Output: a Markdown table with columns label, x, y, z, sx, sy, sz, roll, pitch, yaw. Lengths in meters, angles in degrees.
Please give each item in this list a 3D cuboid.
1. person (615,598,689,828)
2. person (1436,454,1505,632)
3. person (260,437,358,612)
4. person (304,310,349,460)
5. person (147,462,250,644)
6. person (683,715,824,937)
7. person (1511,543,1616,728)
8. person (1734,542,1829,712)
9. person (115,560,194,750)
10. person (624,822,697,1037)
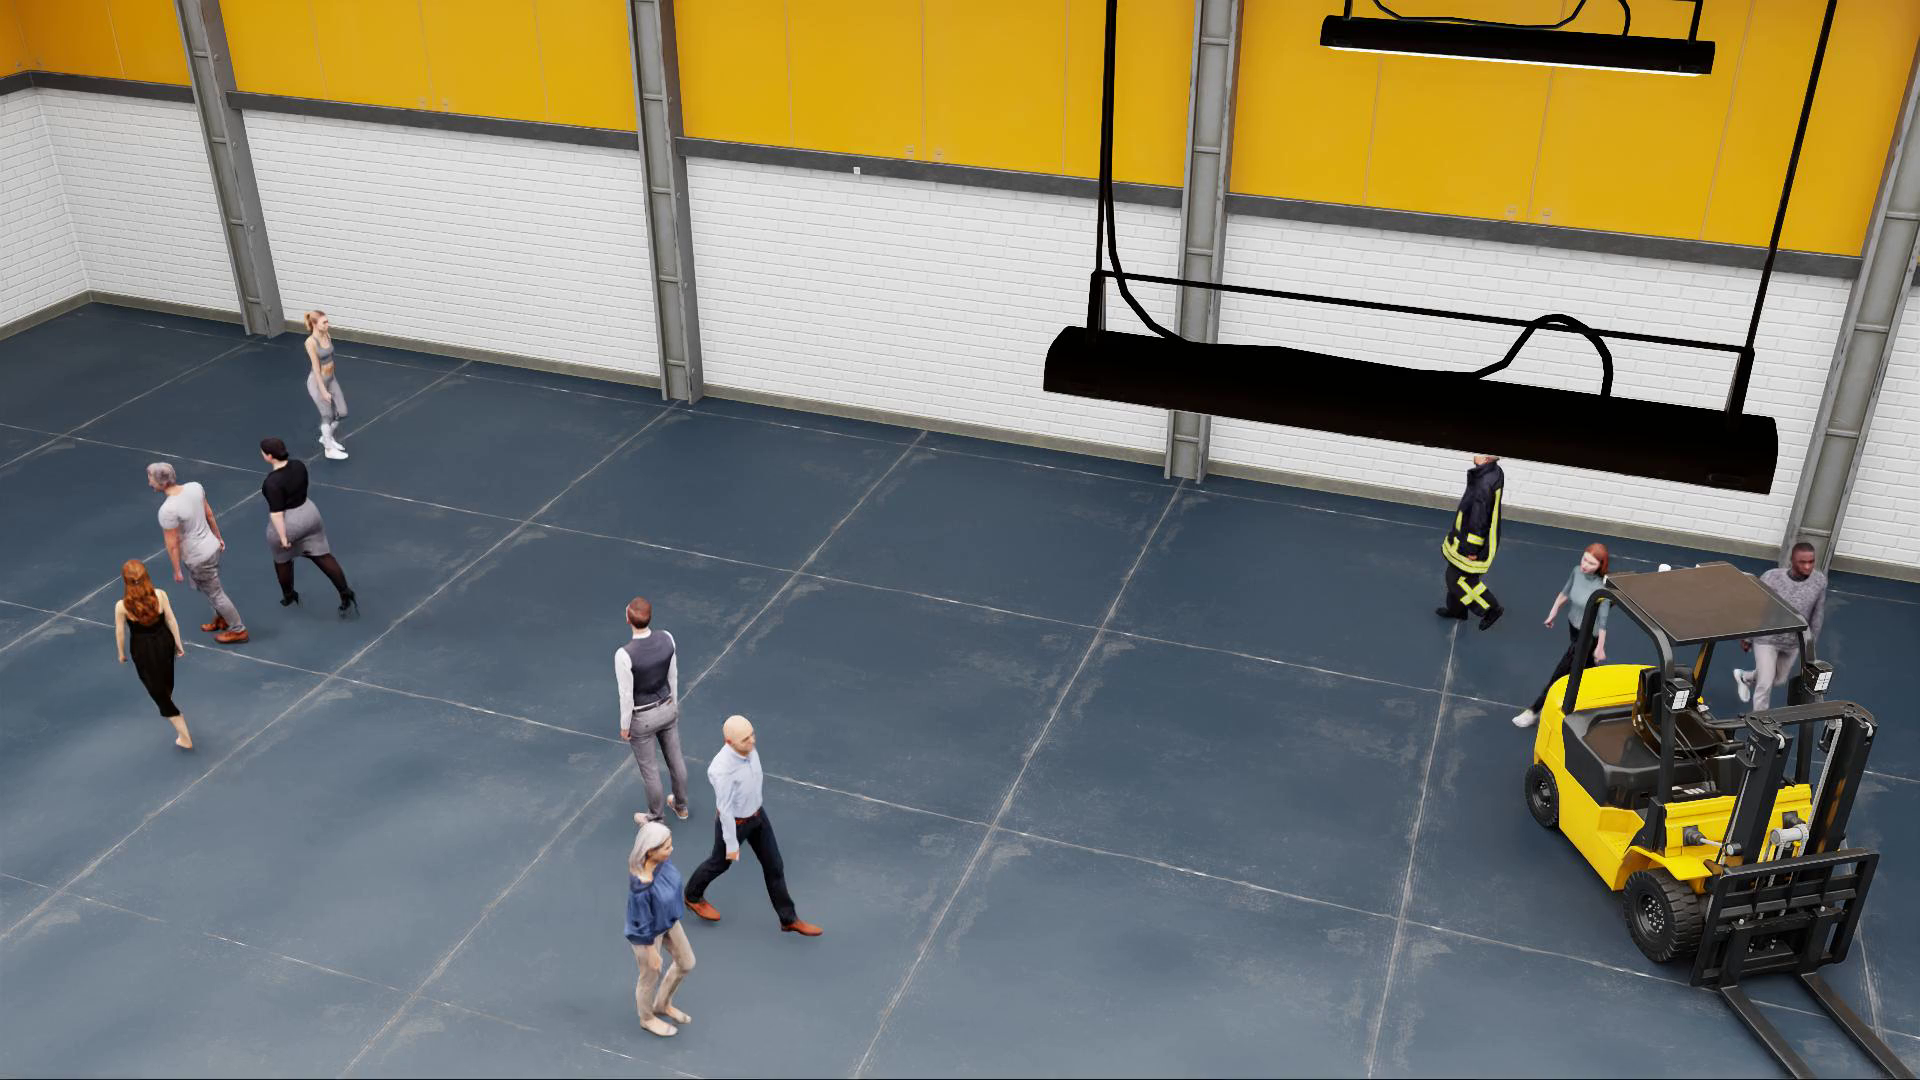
| label | x | y | z | sx | sy | sz | roll | pitch | yaw |
| --- | --- | --- | --- | --- | --- | --- | --- | --- | --- |
| person | -2.234 | 1.259 | 12.076 | 0.746 | 1.937 | 0.745 | -23 | 36 | -35 |
| person | 4.591 | -0.042 | 14.558 | 0.885 | 1.843 | 0.790 | 13 | 31 | 22 |
| person | -5.810 | -0.093 | 14.781 | 1.078 | 1.719 | 0.719 | 13 | 31 | 23 |
| person | -6.845 | -1.637 | 17.652 | 0.656 | 1.682 | 0.578 | 8 | 30 | 14 |
| person | -6.468 | 0.128 | 14.300 | 0.814 | 1.793 | 0.817 | 4 | 29 | 8 |
| person | -1.547 | 1.904 | 11.094 | 1.260 | 1.745 | 0.675 | 11 | 31 | 20 |
| person | 5.026 | 0.776 | 13.213 | 1.195 | 1.696 | 1.075 | -5 | 29 | -8 |
| person | 6.418 | 0.757 | 13.131 | 1.093 | 1.807 | 1.006 | -1 | 29 | -2 |
| person | -6.289 | 0.936 | 13.043 | 1.152 | 1.579 | 0.873 | 24 | 37 | 37 |
| person | -1.961 | 2.404 | 10.243 | 0.647 | 1.682 | 0.663 | 7 | 29 | 12 |
